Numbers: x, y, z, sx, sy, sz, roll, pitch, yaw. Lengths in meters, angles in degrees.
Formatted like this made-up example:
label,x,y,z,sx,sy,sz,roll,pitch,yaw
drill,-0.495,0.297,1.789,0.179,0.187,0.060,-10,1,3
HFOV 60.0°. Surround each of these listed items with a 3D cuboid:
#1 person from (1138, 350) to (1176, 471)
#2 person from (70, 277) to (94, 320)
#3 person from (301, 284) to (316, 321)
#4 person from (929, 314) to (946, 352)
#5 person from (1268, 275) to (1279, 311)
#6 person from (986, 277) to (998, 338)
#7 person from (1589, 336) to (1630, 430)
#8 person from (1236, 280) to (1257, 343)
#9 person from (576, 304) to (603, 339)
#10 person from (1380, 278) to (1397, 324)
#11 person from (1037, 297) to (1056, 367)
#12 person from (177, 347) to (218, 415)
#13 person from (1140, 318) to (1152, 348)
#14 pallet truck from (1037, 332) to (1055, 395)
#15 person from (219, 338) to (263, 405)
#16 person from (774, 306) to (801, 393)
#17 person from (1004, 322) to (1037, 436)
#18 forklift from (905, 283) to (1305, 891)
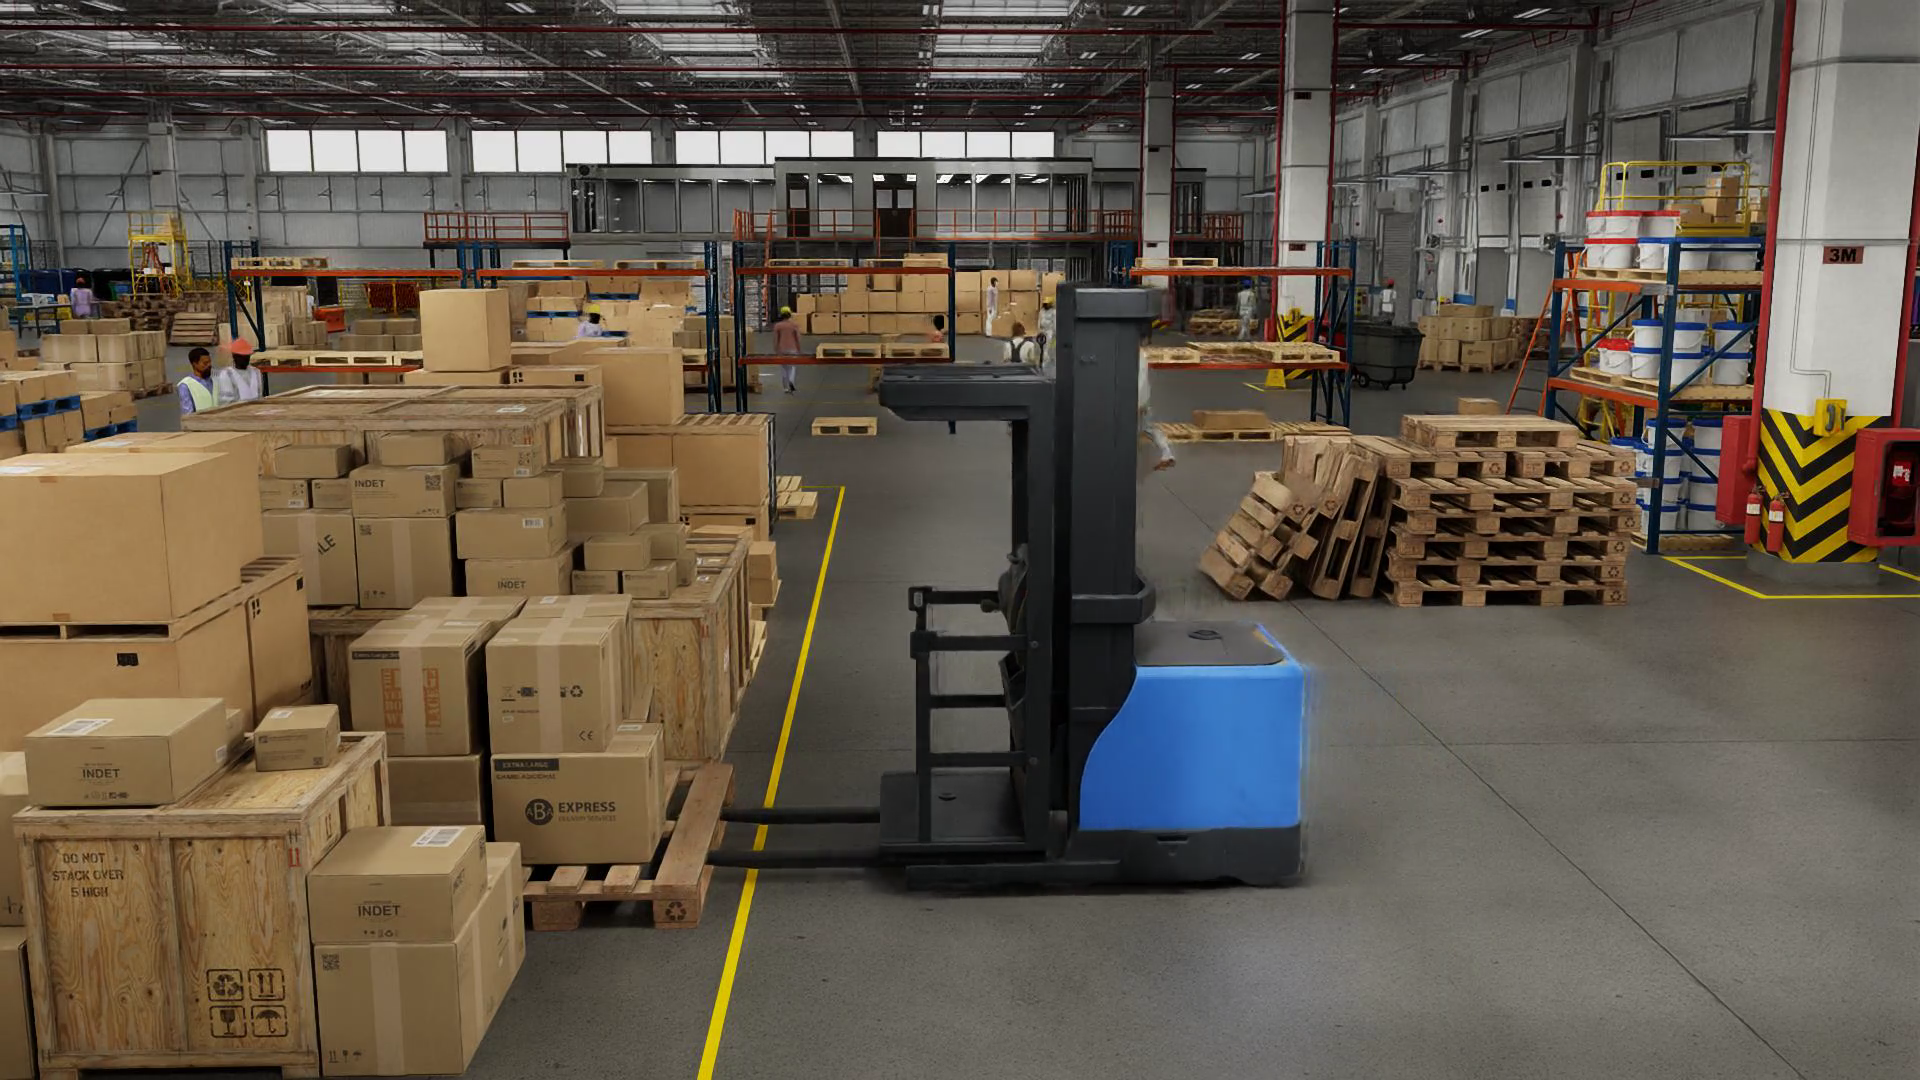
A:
label,x,y,z,sx,sy,sz,roll,pitch,yaw
person,2.394,-1.835,22.011,1.028,1.889,0.653,3,11,18
person,-25.494,-6.632,48.399,0.615,2.009,0.923,-8,13,-38
person,-18.025,-6.105,45.844,0.520,1.864,0.318,-5,11,-25
person,-0.495,-3.388,31.209,0.495,1.682,0.535,-3,11,-14
person,13.902,-11.090,73.372,0.622,1.961,0.955,3,11,15
person,1.020,-7.313,52.387,0.379,1.931,0.625,4,11,20
person,10.555,-2.678,26.720,1.035,1.873,0.564,1,10,7
person,8.480,-6.734,49.230,1.013,1.902,0.627,-10,14,-44
person,-7.046,-3.504,31.330,0.872,1.880,0.624,5,11,25
person,13.161,-7.101,51.257,0.622,1.911,0.549,-9,14,-42
person,2.156,-5.090,40.612,0.494,1.705,0.873,7,12,34
person,-8.077,-1.094,17.756,0.391,1.920,0.593,1,10,6
person,3.938,-4.485,36.499,0.635,1.964,0.657,4,11,19
pallet truck,2.483,-3.881,33.060,1.885,1.965,0.823,-7,13,-36
person,-8.271,-1.385,19.390,0.831,1.904,0.579,7,12,32
person,-3.477,-3.837,33.482,0.549,1.751,0.365,0,10,-2
person,0.917,-2.515,26.074,0.523,1.787,1.002,6,12,29
forklift,0.662,0.170,8.035,1.873,2.768,1.129,0,10,-2
